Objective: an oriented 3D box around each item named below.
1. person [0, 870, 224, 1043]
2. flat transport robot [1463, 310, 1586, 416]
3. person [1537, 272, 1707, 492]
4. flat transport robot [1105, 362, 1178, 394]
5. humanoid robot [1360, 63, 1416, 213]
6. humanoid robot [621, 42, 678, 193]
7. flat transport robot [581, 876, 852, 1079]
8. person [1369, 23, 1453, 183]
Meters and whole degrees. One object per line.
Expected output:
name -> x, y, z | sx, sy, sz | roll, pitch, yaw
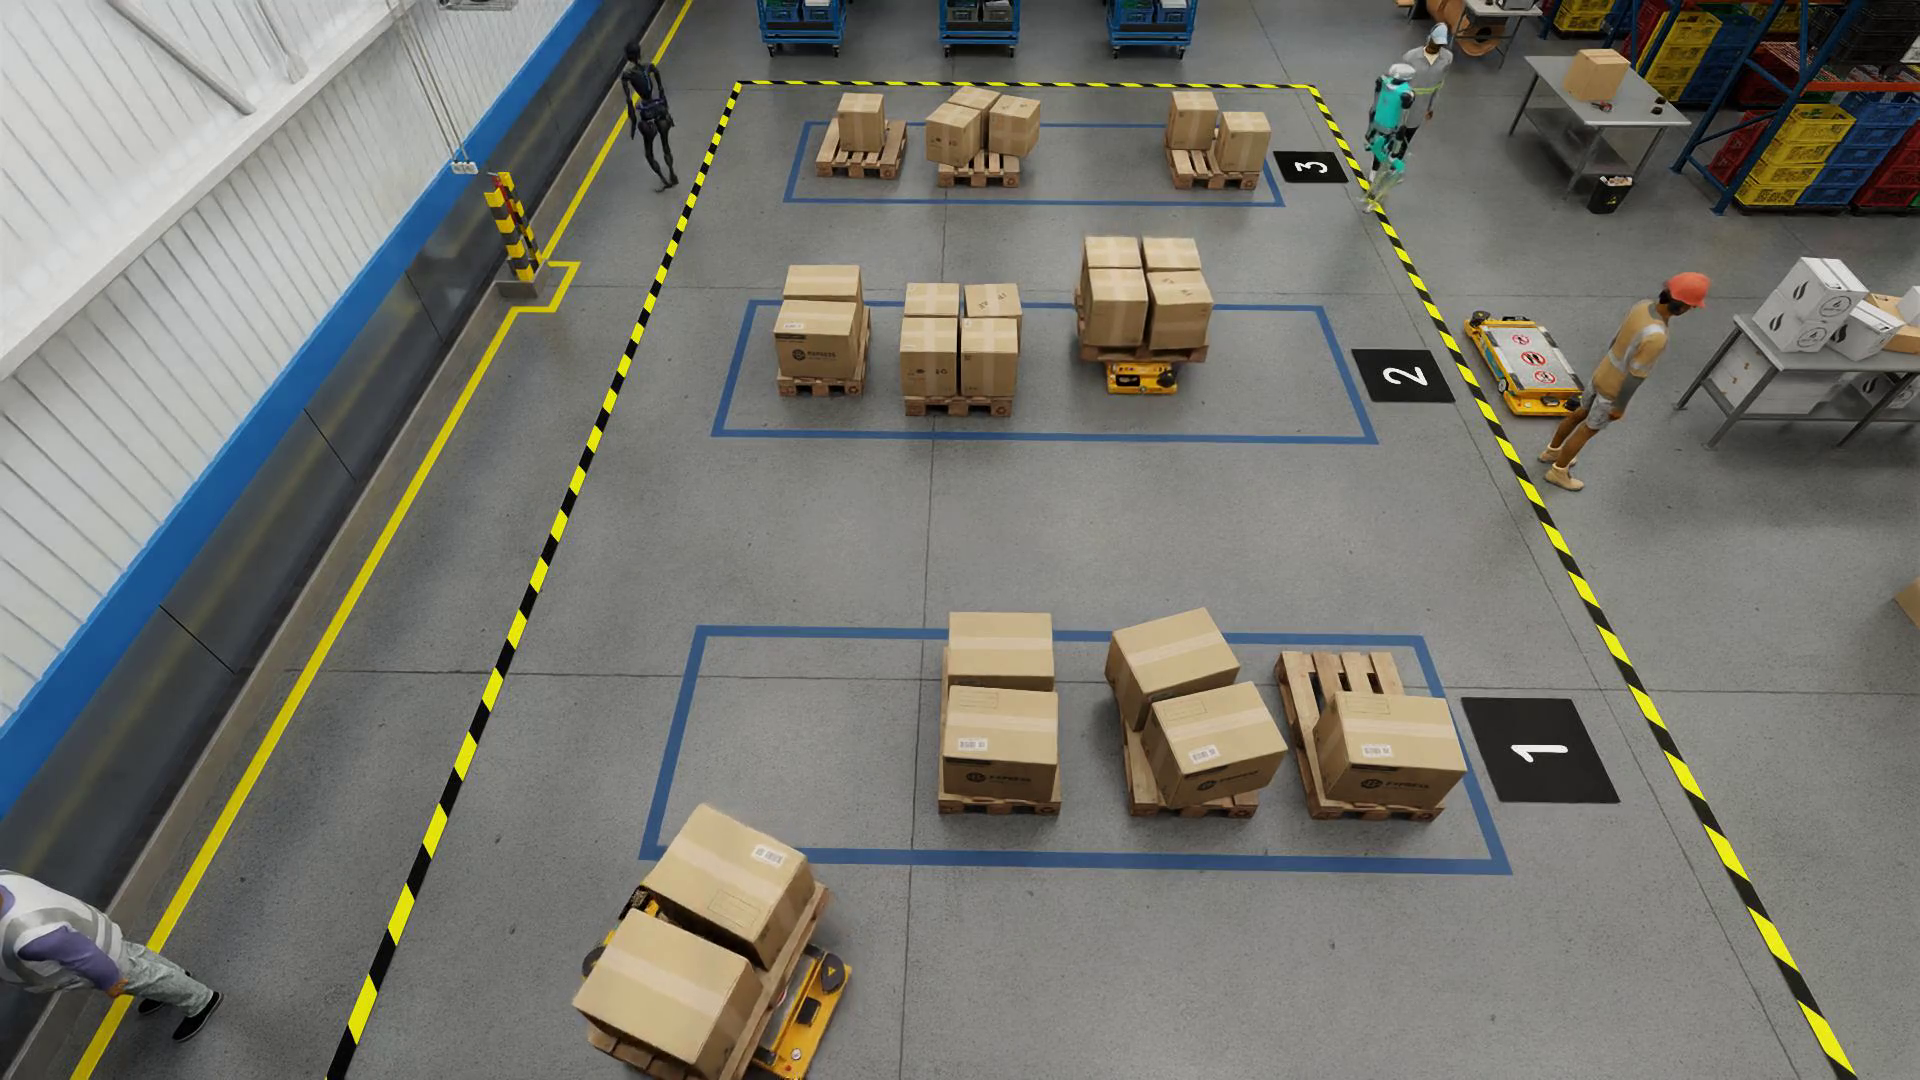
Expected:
person -> -4.501, 2.114, 4.666 | 0.590, 1.837, 0.404 | 23, 53, 18
flat transport robot -> 5.573, -1.757, 9.054 | 0.659, 0.231, 1.431 | 1, 49, 1
person -> 5.363, -1.276, 7.467 | 0.378, 2.041, 0.603 | 12, 50, 10
flat transport robot -> 1.778, -2.015, 9.259 | 0.652, 0.197, 1.431 | 1, 49, 1
humanoid robot -> 4.983, -4.566, 10.535 | 0.810, 1.794, 0.535 | -19, 52, -15
humanoid robot -> -3.668, -5.041, 10.964 | 0.459, 1.639, 0.592 | 28, 55, 22
flat transport robot -> -1.423, 2.515, 5.338 | 1.431, 0.197, 0.652 | 17, 51, 14
person -> 5.418, -5.193, 10.981 | 0.597, 1.850, 0.395 | 0, 49, 0
